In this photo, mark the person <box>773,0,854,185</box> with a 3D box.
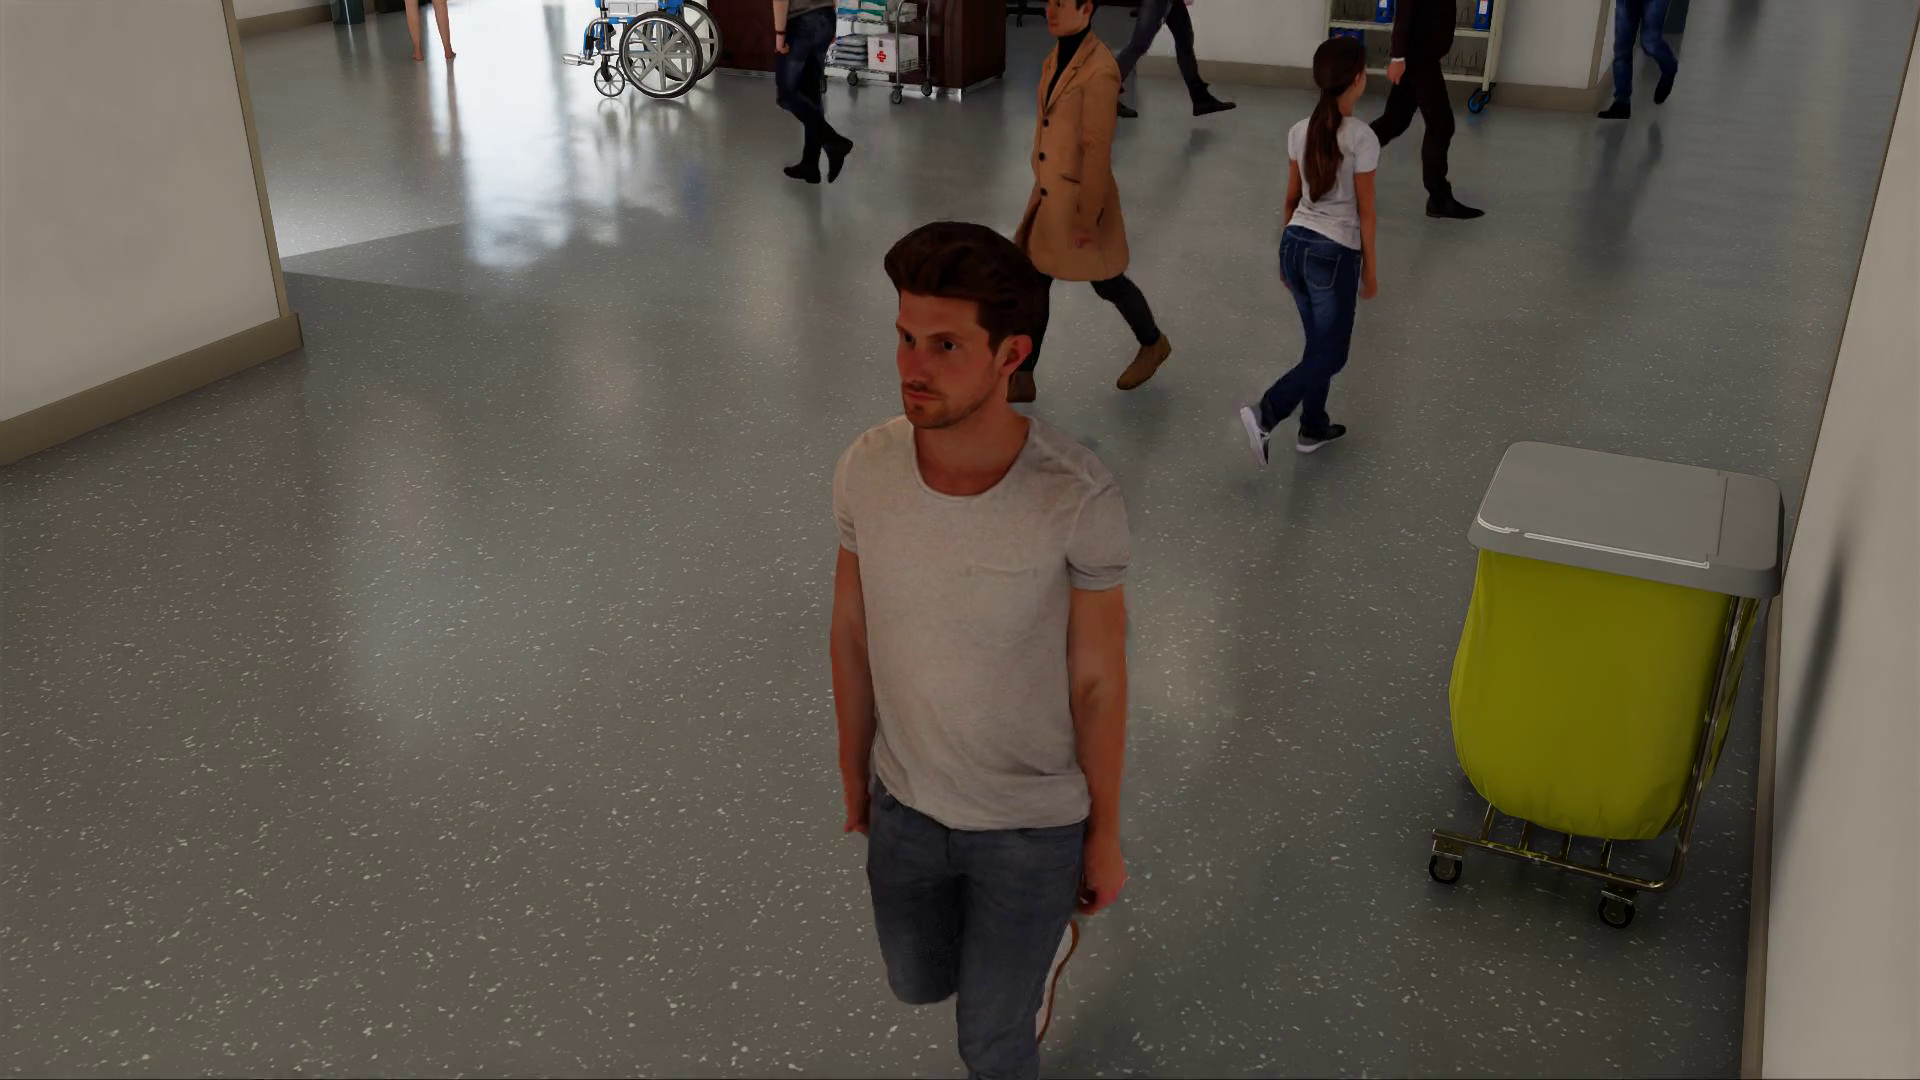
[{"bbox_3d":[-0.851,-2.992,9.725,1.046,1.886,0.864,22,34,38],"label":"person"}]

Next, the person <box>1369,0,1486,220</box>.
[{"bbox_3d":[2.458,-2.708,9.187,1.149,1.840,0.696,12,28,23],"label":"person"}]

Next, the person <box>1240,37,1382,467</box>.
[{"bbox_3d":[1.268,-0.990,5.964,0.862,1.546,0.931,-19,31,-34],"label":"person"}]

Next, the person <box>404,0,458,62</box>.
[{"bbox_3d":[-4.537,-4.910,13.908,0.649,1.705,0.728,-7,27,-14],"label":"person"}]

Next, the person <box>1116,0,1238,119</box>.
[{"bbox_3d":[1.303,-3.775,11.467,1.303,1.783,0.918,3,26,7],"label":"person"}]

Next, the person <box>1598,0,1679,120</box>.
[{"bbox_3d":[4.852,-3.884,11.605,1.075,1.858,1.105,-17,31,-31],"label":"person"}]

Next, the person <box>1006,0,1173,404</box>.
[{"bbox_3d":[0.532,-1.345,6.475,1.154,1.699,1.178,-13,29,-25],"label":"person"}]

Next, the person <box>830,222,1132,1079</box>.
[{"bbox_3d":[0.076,0.381,2.742,0.977,1.876,0.727,12,28,24],"label":"person"}]
